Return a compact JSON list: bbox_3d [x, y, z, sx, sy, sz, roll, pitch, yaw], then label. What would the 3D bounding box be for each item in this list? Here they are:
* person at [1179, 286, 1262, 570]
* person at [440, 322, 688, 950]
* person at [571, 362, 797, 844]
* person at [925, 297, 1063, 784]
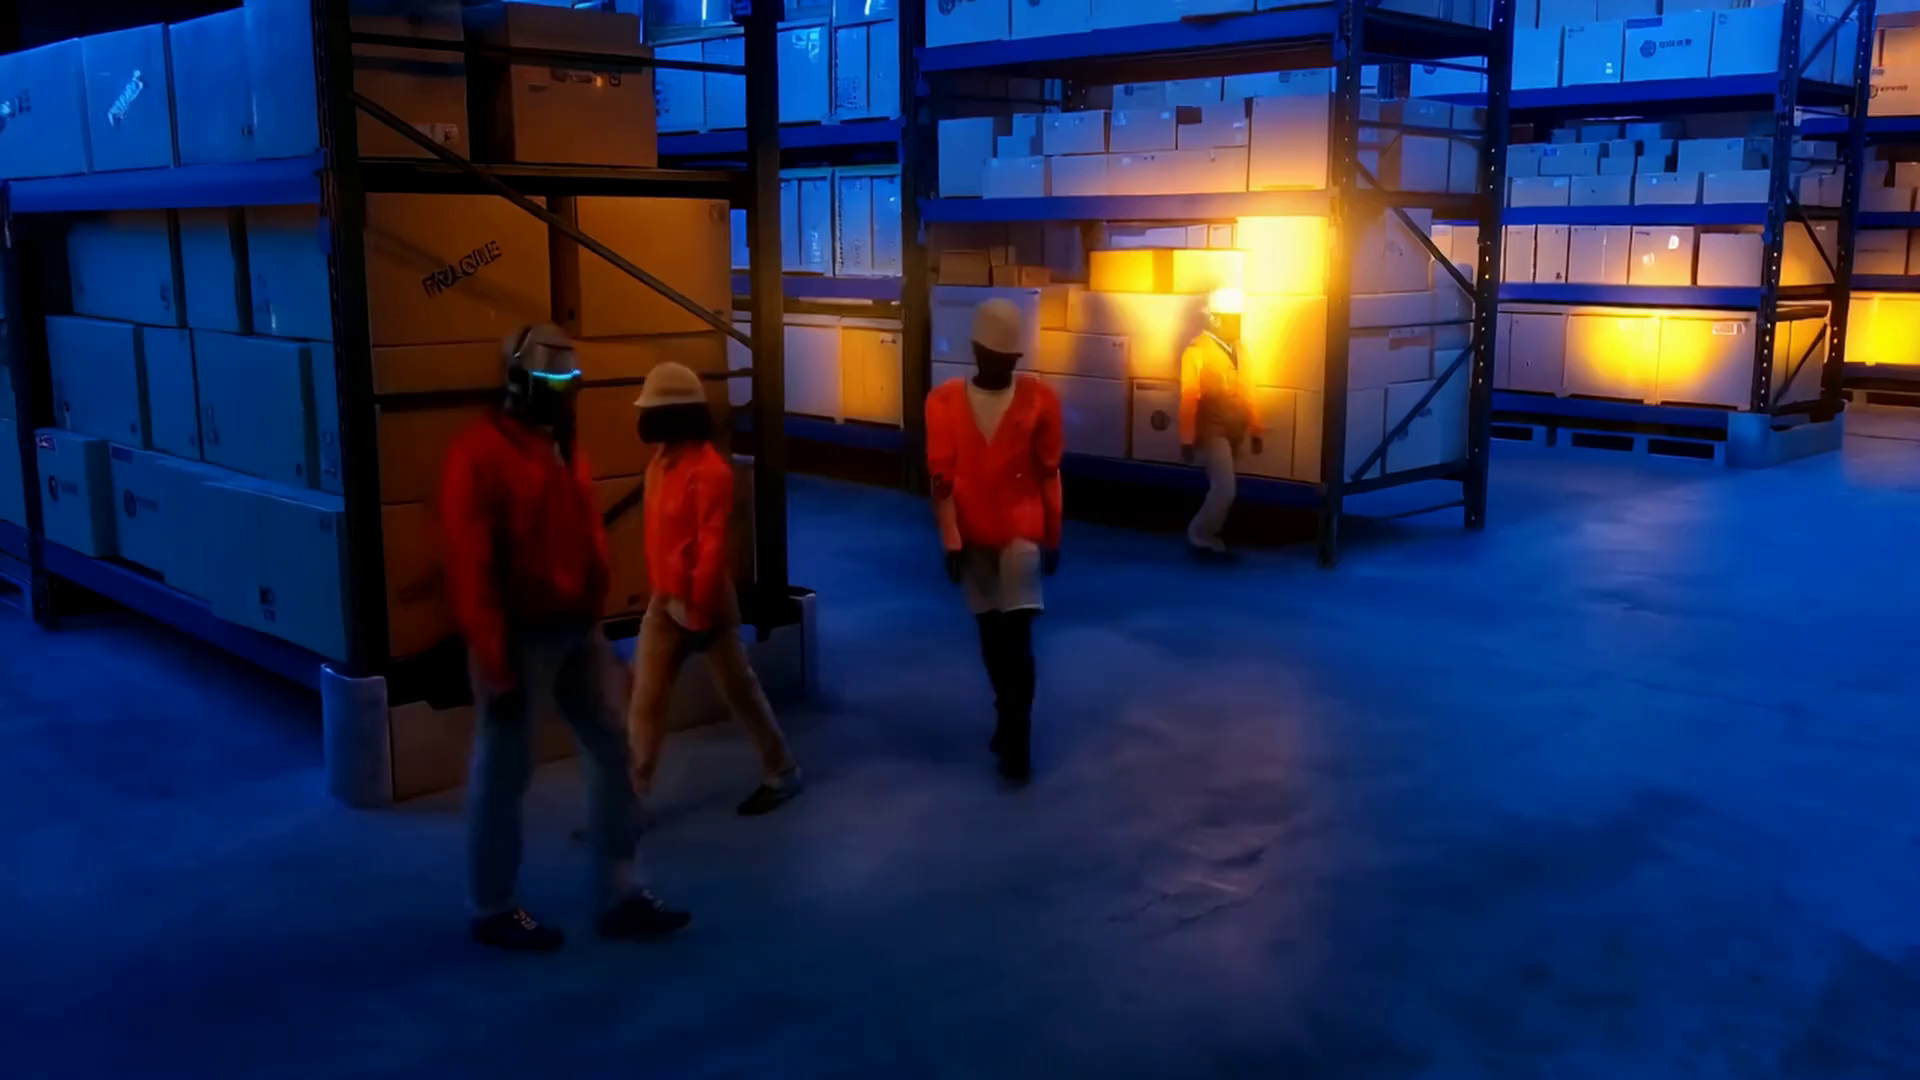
[{"bbox_3d":[1.657,-0.694,10.543,0.443,1.809,0.593,9,14,41],"label":"person"},{"bbox_3d":[-1.145,0.311,4.881,0.772,1.880,0.670,3,11,18],"label":"person"},{"bbox_3d":[-0.955,0.221,5.885,0.495,1.696,0.914,10,14,43],"label":"person"},{"bbox_3d":[0.127,-0.002,6.569,0.542,1.879,0.921,1,10,7],"label":"person"}]
